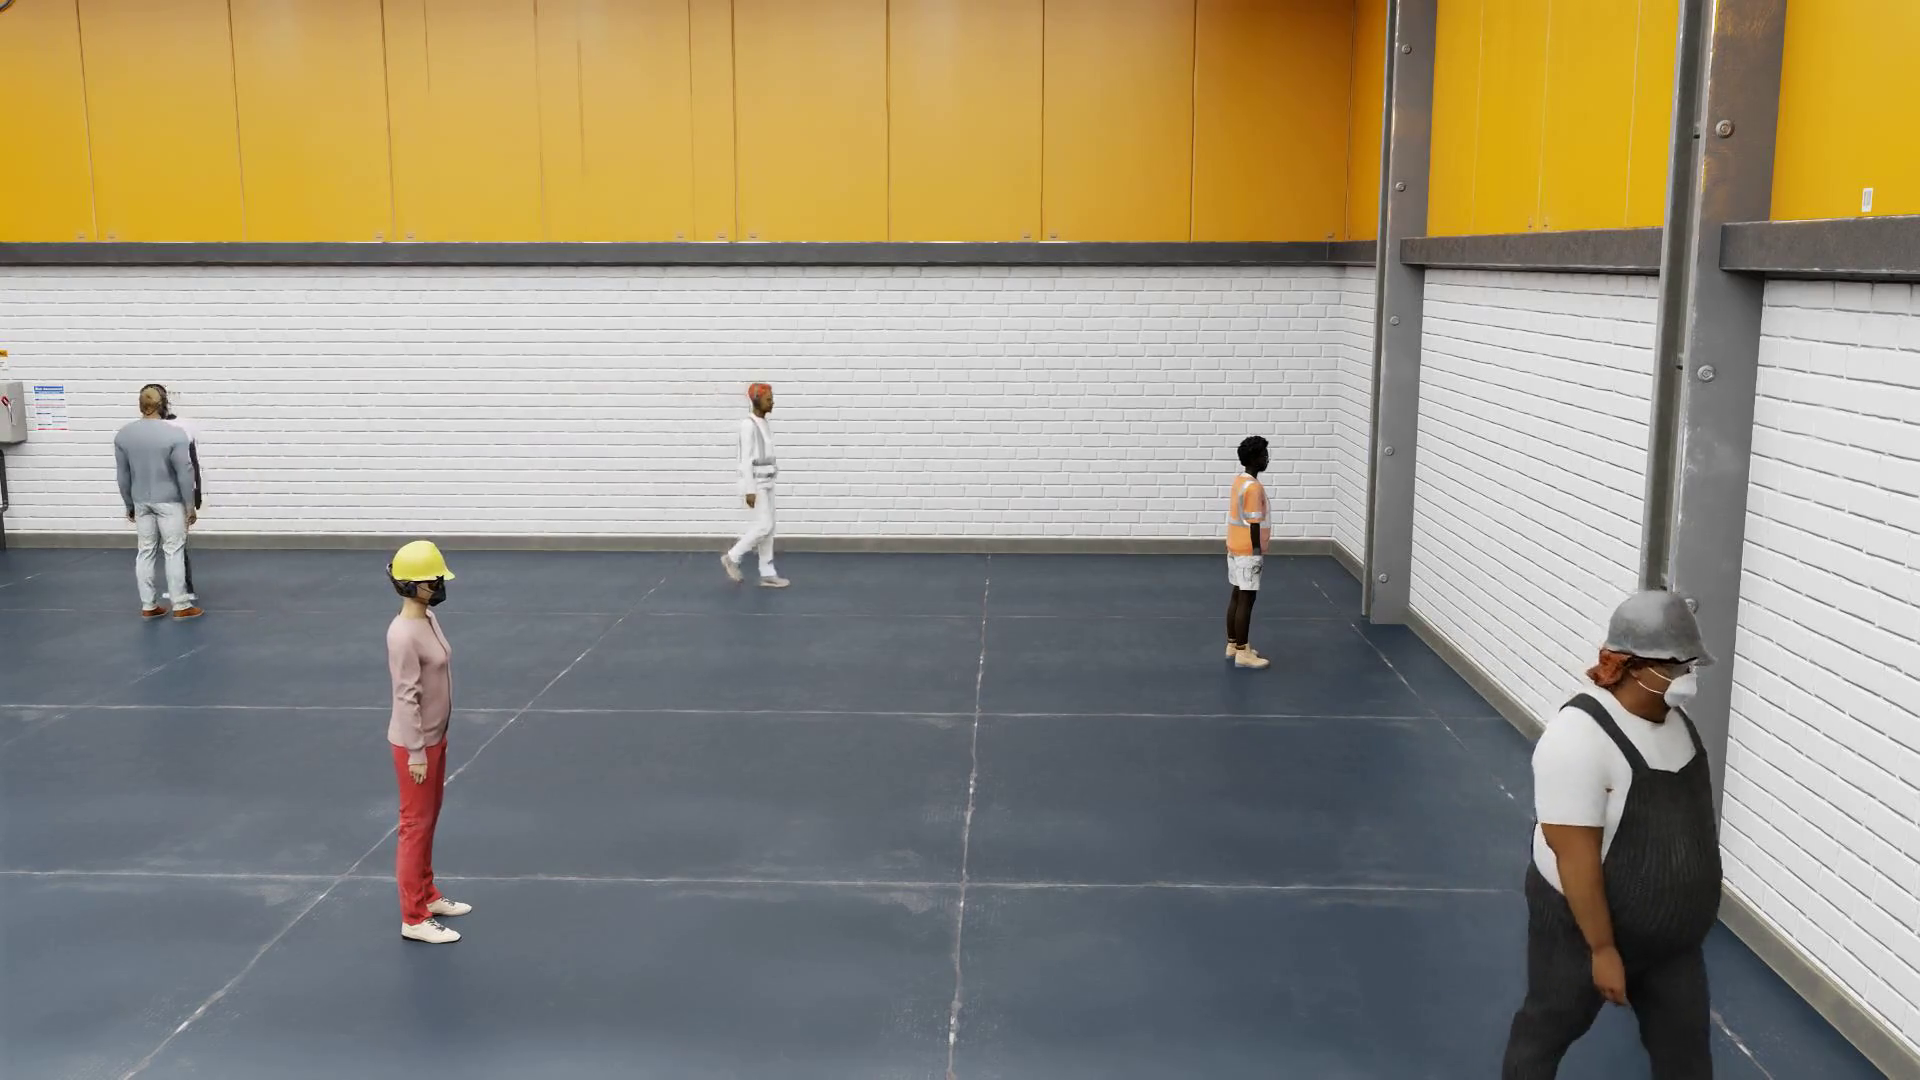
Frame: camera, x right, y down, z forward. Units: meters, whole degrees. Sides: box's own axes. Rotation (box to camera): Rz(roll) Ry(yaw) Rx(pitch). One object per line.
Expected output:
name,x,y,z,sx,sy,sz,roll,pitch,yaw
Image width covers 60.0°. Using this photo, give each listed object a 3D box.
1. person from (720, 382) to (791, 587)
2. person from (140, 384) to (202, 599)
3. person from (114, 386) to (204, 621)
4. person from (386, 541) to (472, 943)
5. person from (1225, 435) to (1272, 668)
person,-1.831,-0.490,15.004,0.521,1.872,0.595,2,10,14
person,-6.948,-0.401,14.497,0.570,1.868,0.591,2,10,14
person,-6.573,-0.292,13.651,0.635,1.936,0.354,1,10,7
person,-2.343,0.875,7.319,0.312,1.767,0.533,-1,10,-7
person,2.118,0.080,12.178,0.316,1.695,0.541,-1,10,-3
